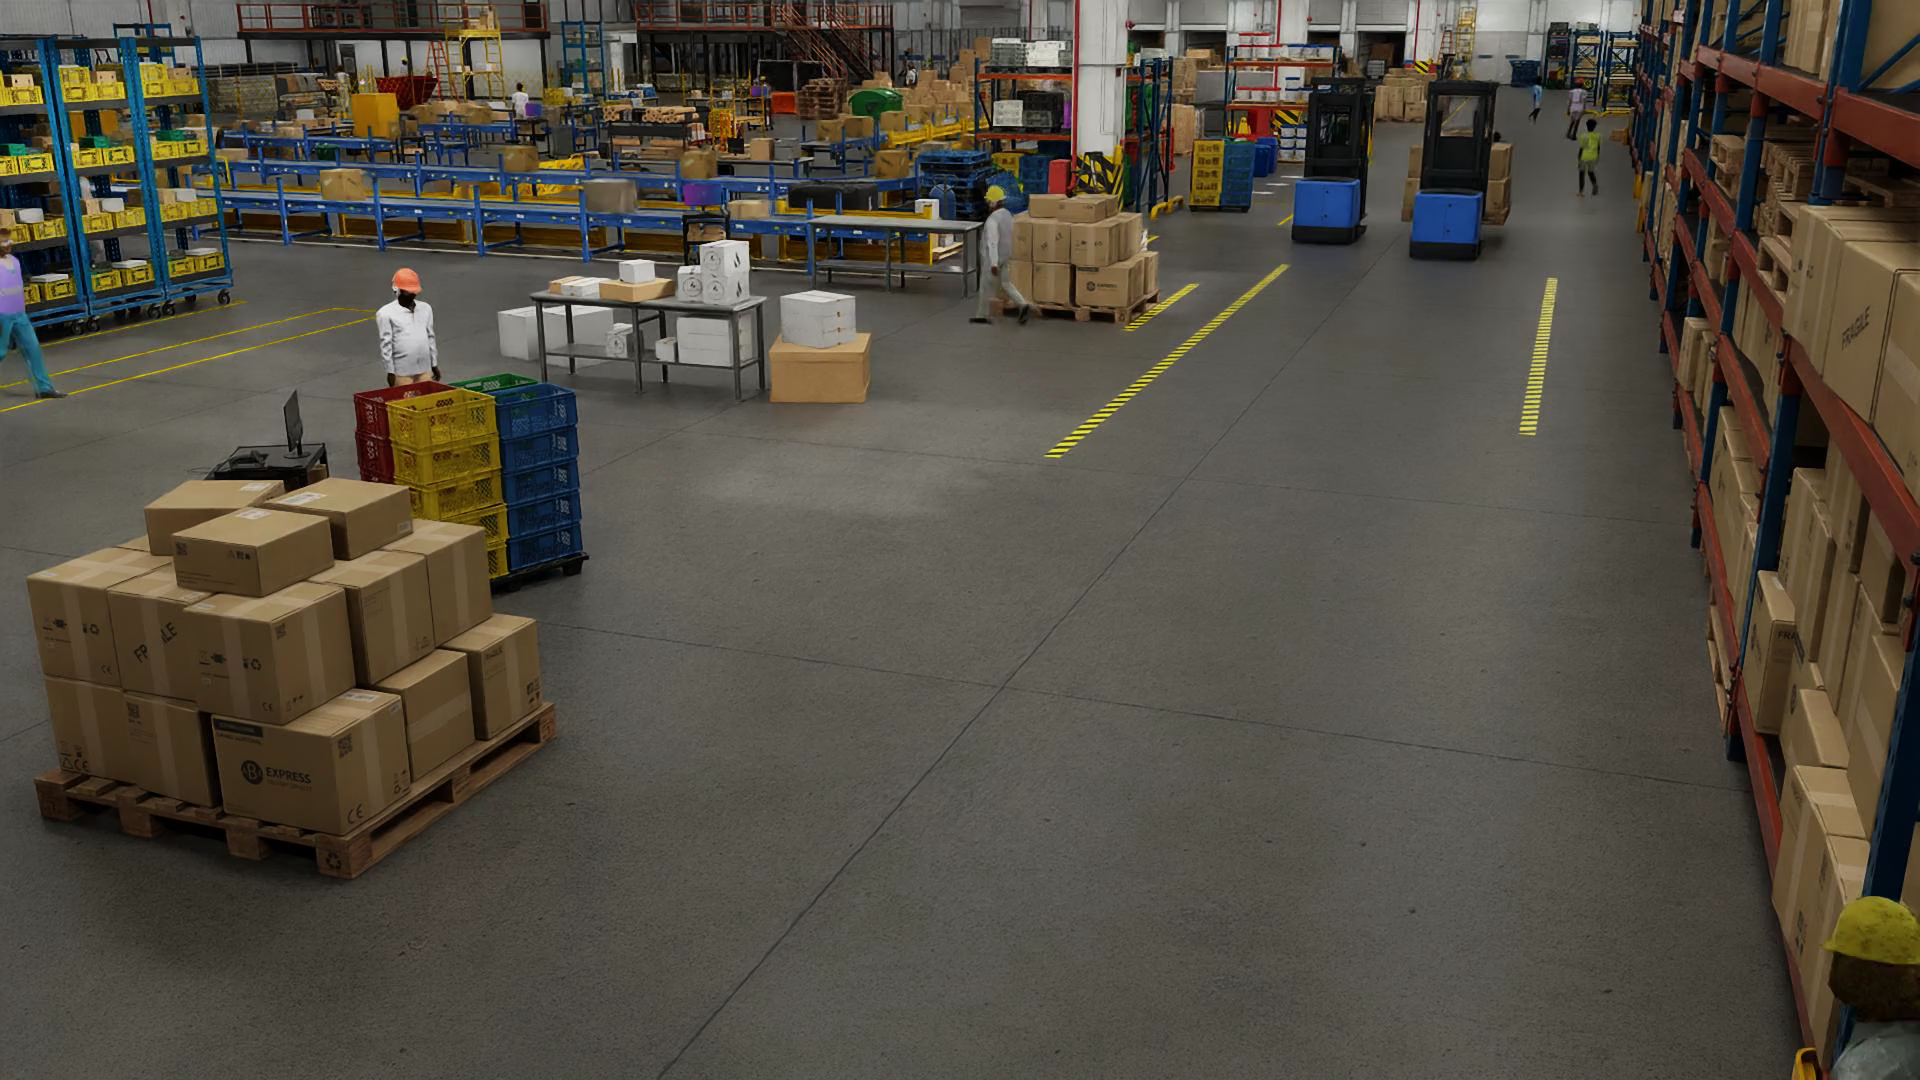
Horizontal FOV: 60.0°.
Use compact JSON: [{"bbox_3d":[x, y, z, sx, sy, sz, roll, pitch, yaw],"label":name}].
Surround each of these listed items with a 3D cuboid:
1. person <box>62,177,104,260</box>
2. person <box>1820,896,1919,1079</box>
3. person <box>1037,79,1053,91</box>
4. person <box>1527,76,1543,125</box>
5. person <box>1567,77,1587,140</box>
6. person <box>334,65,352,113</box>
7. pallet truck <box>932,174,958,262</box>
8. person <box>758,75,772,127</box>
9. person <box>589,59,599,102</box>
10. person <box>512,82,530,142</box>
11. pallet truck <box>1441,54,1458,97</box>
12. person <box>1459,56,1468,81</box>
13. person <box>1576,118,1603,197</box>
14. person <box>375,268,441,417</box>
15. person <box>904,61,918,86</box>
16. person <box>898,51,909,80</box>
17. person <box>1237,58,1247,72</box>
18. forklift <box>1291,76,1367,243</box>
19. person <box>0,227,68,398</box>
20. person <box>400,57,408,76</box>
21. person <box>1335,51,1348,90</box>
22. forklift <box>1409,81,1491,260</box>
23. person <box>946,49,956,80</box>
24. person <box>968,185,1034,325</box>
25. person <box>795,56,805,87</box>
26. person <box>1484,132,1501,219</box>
[{"bbox_3d":[-12.908,-4.653,24.377,0.471,1.890,0.678,5,18,16],"label":"person"},{"bbox_3d":[2.400,1.769,4.503,0.592,1.698,0.730,-16,24,-41],"label":"person"},{"bbox_3d":[3.289,-17.632,65.173,1.007,1.882,0.653,17,24,42],"label":"person"},{"bbox_3d":[20.624,-15.748,59.585,0.493,1.683,0.540,15,23,39],"label":"person"},{"bbox_3d":[19.390,-13.520,52.189,0.399,1.921,0.554,-15,23,-38],"label":"person"},{"bbox_3d":[-24.600,-17.996,66.338,0.620,1.867,0.416,-3,18,-10],"label":"person"},{"bbox_3d":[-0.507,-5.292,27.348,0.653,1.274,1.630,6,19,19],"label":"pallet truck"},{"bbox_3d":[-6.871,-15.431,58.478,0.527,1.741,0.519,13,22,36],"label":"person"},{"bbox_3d":[-16.103,-20.034,72.673,0.782,1.920,0.542,3,18,9],"label":"person"},{"bbox_3d":[-13.196,-12.809,50.044,0.535,1.868,0.309,-2,18,-8],"label":"person"},{"bbox_3d":[22.765,-21.886,78.355,0.823,1.965,1.885,-4,18,-14],"label":"pallet truck"},{"bbox_3d":[24.065,-22.201,79.572,0.405,1.856,0.556,-1,18,-4],"label":"person"},{"bbox_3d":[13.711,-8.318,36.221,0.540,1.681,0.462,-3,18,-10],"label":"person"},{"bbox_3d":[-4.906,-1.562,14.894,0.328,1.750,0.560,13,22,35],"label":"person"},{"bbox_3d":[-1.958,-17.817,65.502,0.535,2.000,0.674,6,19,19],"label":"person"},{"bbox_3d":[-3.335,-28.075,98.373,0.729,1.656,0.540,2,18,6],"label":"person"},{"bbox_3d":[14.803,-24.645,87.279,0.624,1.844,0.430,-9,20,-27],"label":"person"},{"bbox_3d":[6.598,-6.755,29.381,1.129,2.768,1.873,6,19,19],"label":"forklift"},{"bbox_3d":[-9.924,-2.338,17.248,0.929,1.810,0.581,1,18,4],"label":"person"},{"bbox_3d":[-25.425,-21.063,75.938,0.575,1.898,0.792,-7,19,-20],"label":"person"},{"bbox_3d":[19.479,-23.910,84.808,0.626,1.944,1.029,-14,22,-37],"label":"person"},{"bbox_3d":[8.128,-6.119,27.382,1.129,2.768,1.873,6,19,19],"label":"forklift"},{"bbox_3d":[-0.516,-26.359,92.561,0.551,1.911,0.826,-3,18,-9],"label":"person"},{"bbox_3d":[0.526,-3.637,21.329,0.818,1.809,0.596,9,20,27],"label":"person"},{"bbox_3d":[-7.065,-20.569,74.208,0.970,1.997,0.632,-9,20,-25],"label":"person"},{"bbox_3d":[10.284,-7.100,32.426,0.554,1.662,0.781,15,23,38],"label":"person"}]
